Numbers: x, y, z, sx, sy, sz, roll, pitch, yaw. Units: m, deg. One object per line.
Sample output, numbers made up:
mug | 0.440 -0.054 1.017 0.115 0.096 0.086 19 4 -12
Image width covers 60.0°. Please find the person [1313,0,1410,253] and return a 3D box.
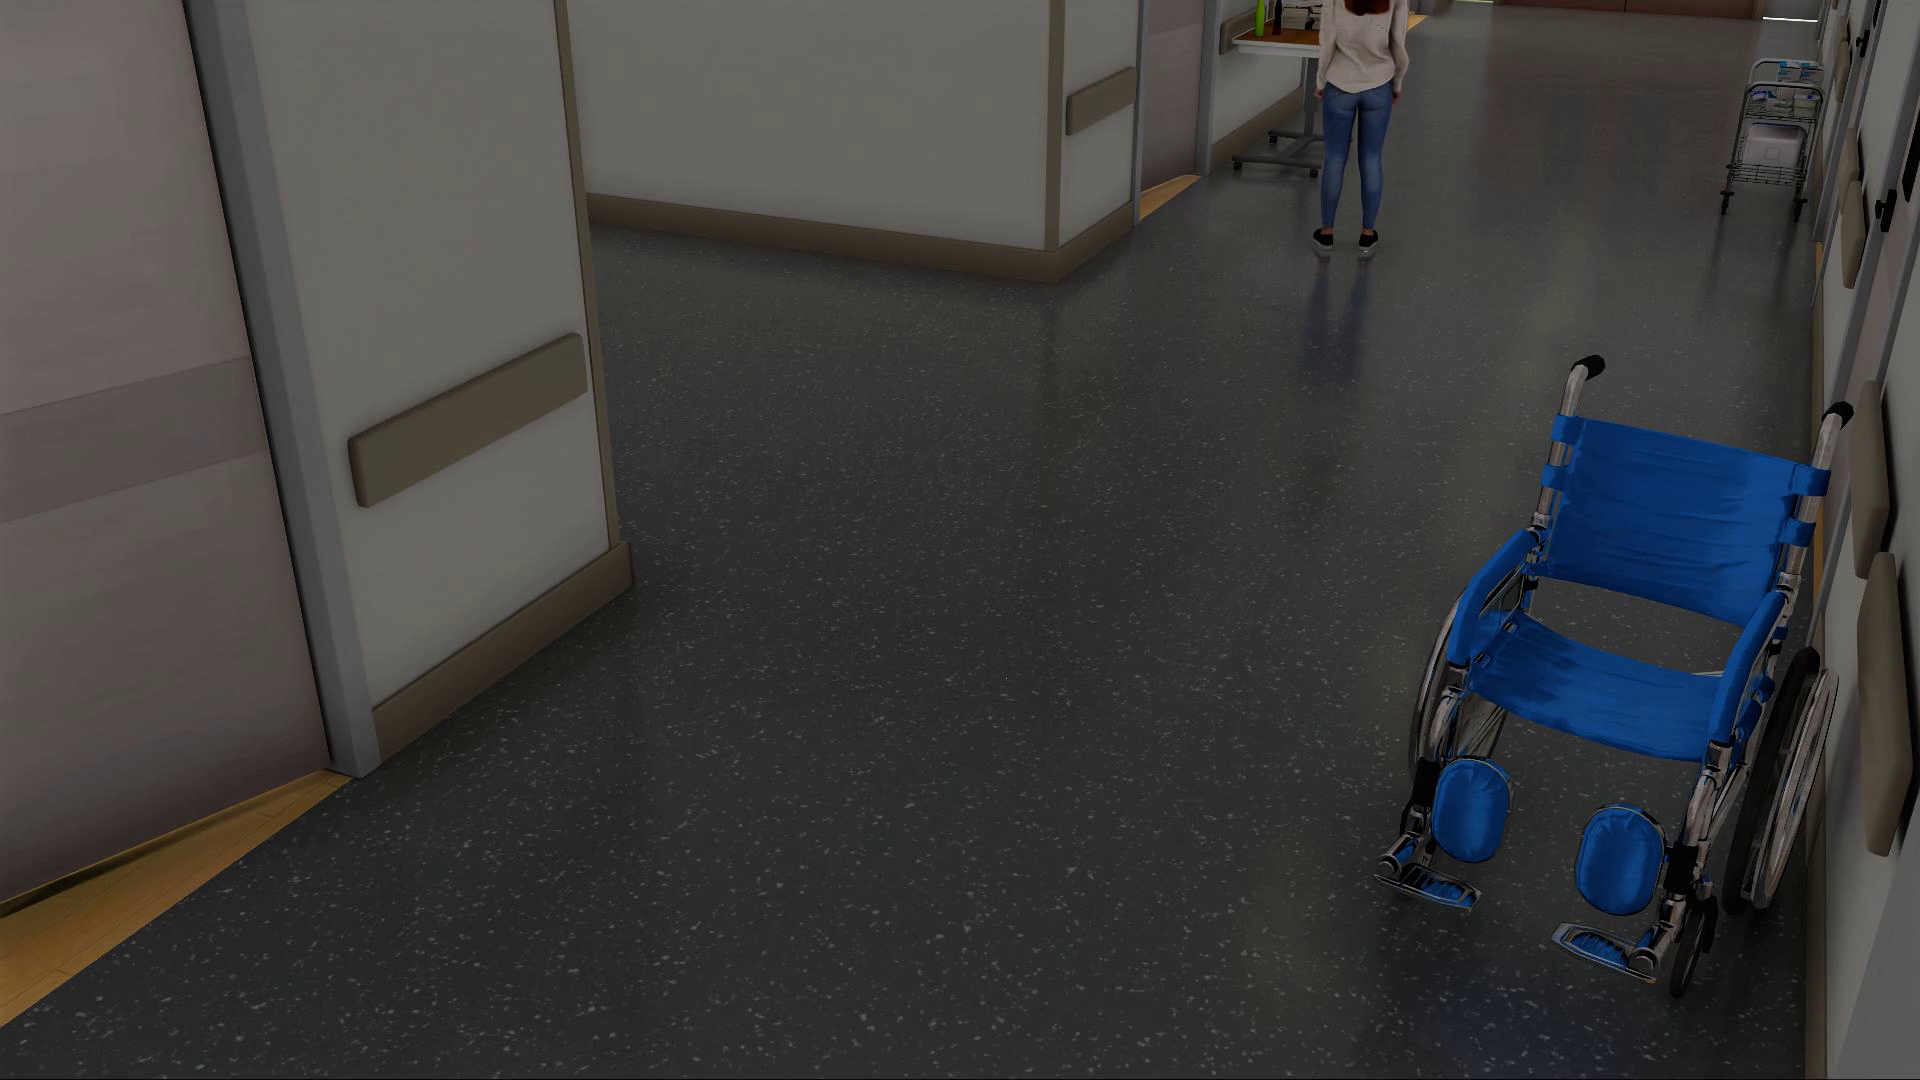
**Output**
person | 2.074 -2.352 8.628 0.670 1.692 0.632 4 26 9
